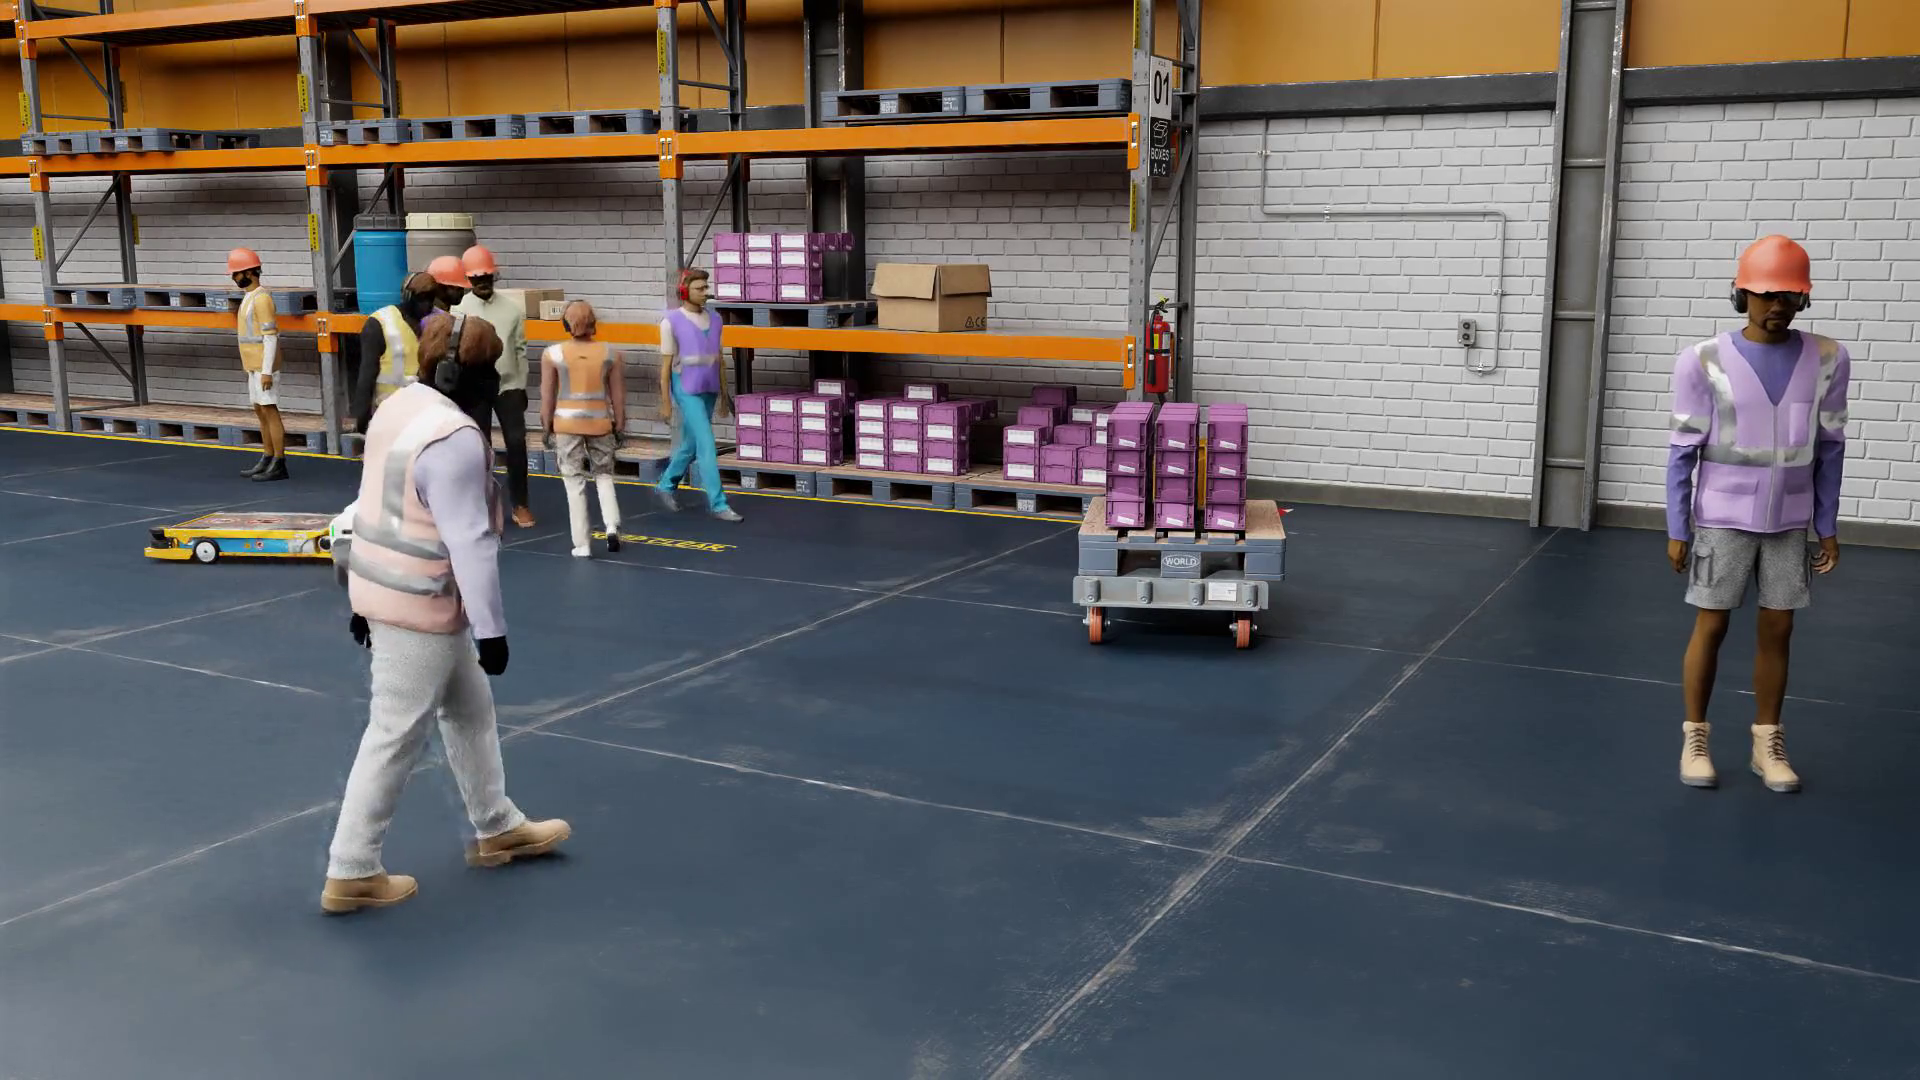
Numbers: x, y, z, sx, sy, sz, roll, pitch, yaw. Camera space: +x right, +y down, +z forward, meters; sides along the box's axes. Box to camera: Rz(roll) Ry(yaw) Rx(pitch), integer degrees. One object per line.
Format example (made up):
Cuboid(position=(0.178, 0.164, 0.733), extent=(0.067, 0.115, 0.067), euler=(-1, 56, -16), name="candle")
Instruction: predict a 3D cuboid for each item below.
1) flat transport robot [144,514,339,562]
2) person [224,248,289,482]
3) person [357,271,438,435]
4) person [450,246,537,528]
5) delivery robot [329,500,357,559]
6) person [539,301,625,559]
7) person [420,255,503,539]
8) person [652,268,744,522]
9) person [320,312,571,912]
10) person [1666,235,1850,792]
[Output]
Cuboid(position=(-4.326, -0.026, 10.571), extent=(1.431, 0.197, 0.652), euler=(1, 10, 5), name="flat transport robot")
Cuboid(position=(-5.841, -1.445, 13.810), extent=(0.385, 1.927, 0.545), euler=(-7, 13, -35), name="person")
Cuboid(position=(-3.498, -0.819, 10.725), extent=(0.720, 1.801, 0.666), euler=(7, 13, 35), name="person")
Cuboid(position=(-3.265, -1.034, 11.486), extent=(0.636, 1.952, 0.632), euler=(-6, 12, -29), name="person")
Cuboid(position=(-3.477, -0.079, 9.825), extent=(0.477, 0.478, 0.707), euler=(-1, 10, -7), name="delivery robot")
Cuboid(position=(-2.365, -0.682, 10.429), extent=(0.522, 1.624, 0.350), euler=(-5, 11, -25), name="person")
Cuboid(position=(-3.484, -0.911, 10.954), extent=(0.758, 1.908, 0.557), euler=(-2, 10, -9), name="person")
Cuboid(position=(-1.934, -1.055, 11.997), extent=(0.920, 1.808, 0.580), euler=(7, 12, 33), name="person")
Cuboid(position=(-1.582, 0.213, 5.083), extent=(0.893, 1.791, 0.651), euler=(-6, 12, -30), name="person")
Cuboid(position=(2.889, -0.078, 6.049), extent=(0.609, 2.031, 0.416), euler=(1, 10, 5), name="person")
